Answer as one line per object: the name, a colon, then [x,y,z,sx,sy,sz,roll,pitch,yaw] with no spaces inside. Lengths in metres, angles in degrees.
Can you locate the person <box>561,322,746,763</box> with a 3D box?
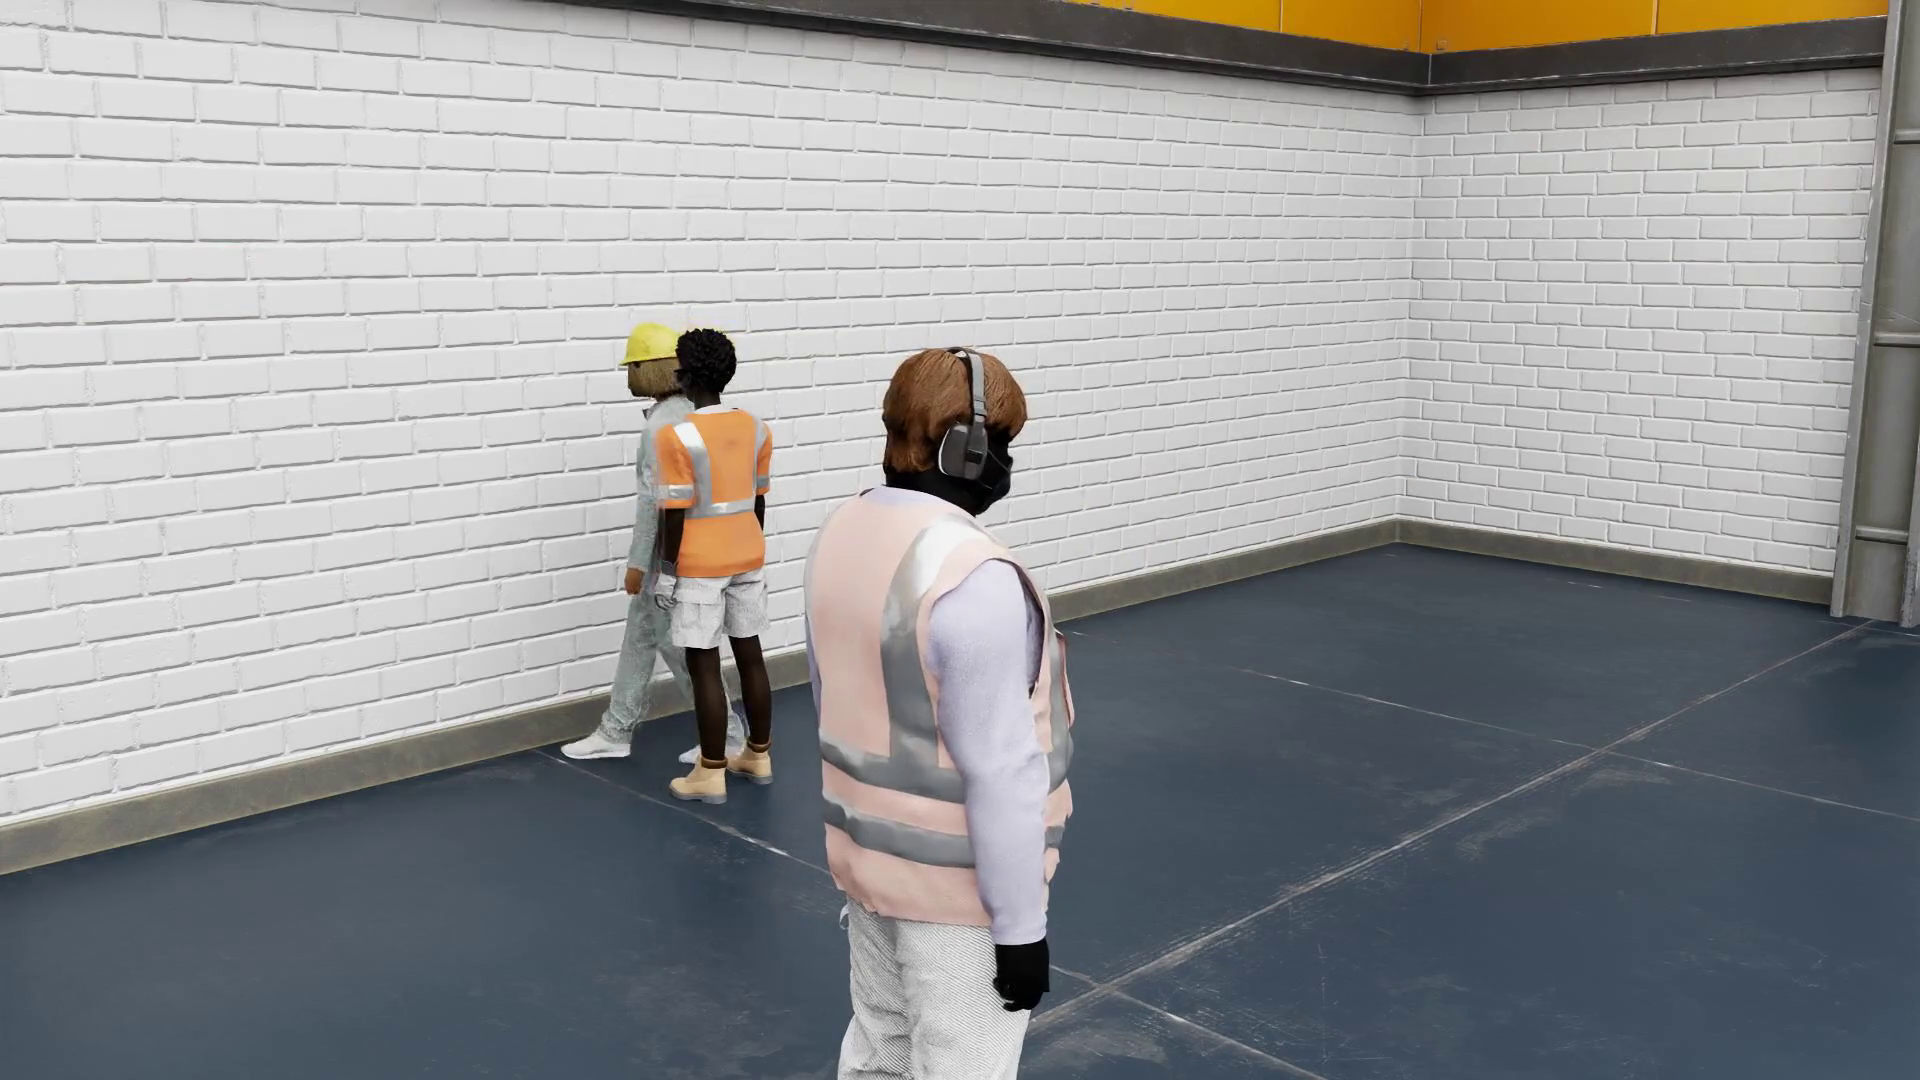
person: [-1.169,0.028,6.339,0.727,1.692,0.518,0,10,0]

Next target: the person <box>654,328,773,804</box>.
person: [-0.885,0.092,5.977,0.318,1.695,0.539,8,13,36]

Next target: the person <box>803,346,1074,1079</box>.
person: [-0.020,0.586,2.910,0.429,1.838,0.621,-6,12,-29]
